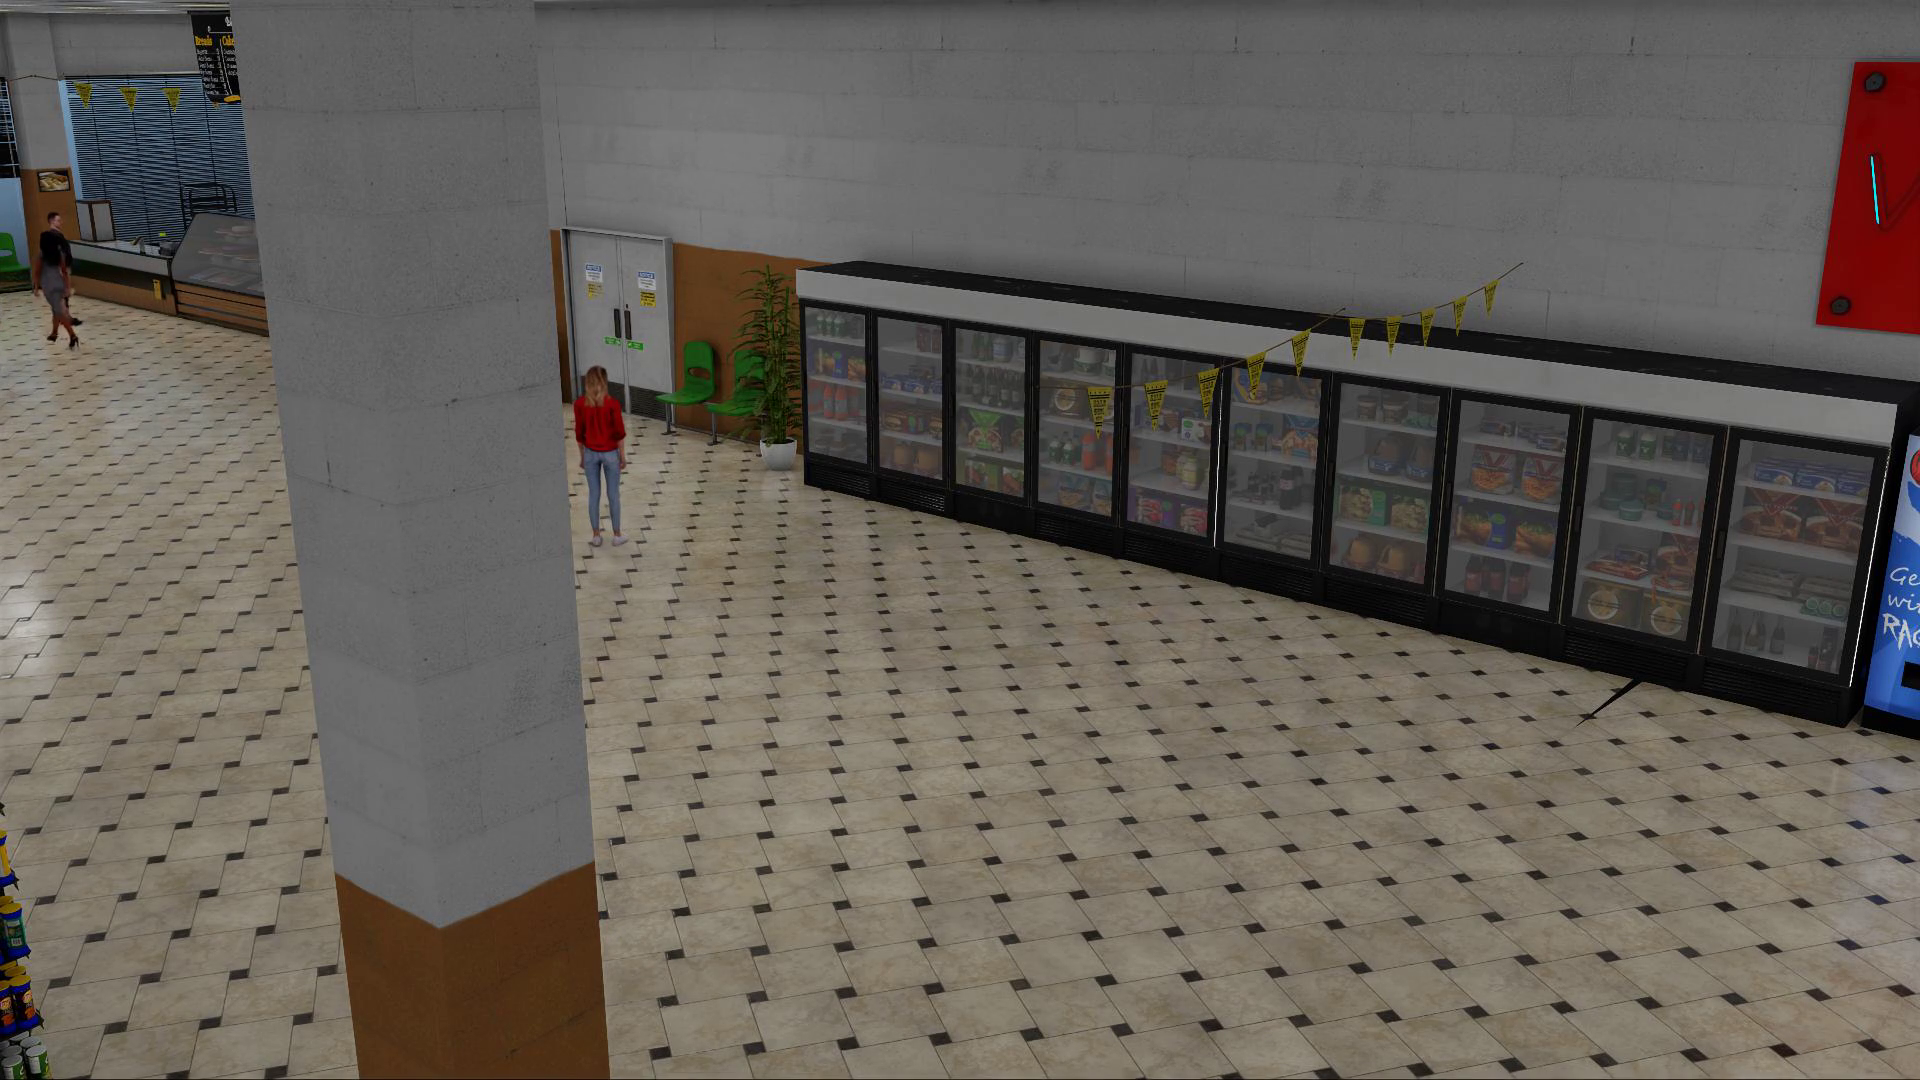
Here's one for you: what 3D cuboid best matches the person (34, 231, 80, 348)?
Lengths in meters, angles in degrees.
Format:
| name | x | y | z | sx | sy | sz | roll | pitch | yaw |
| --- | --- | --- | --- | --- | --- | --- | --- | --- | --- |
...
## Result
| name | x | y | z | sx | sy | sz | roll | pitch | yaw |
| --- | --- | --- | --- | --- | --- | --- | --- | --- | --- |
| person | -13.694 | -3.749 | 25.235 | 0.800 | 1.727 | 1.104 | 9 | 19 | 27 |

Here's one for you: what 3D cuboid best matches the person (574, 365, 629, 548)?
| name | x | y | z | sx | sy | sz | roll | pitch | yaw |
| --- | --- | --- | --- | --- | --- | --- | --- | --- | --- |
| person | -3.348 | -0.784 | 15.514 | 0.686 | 1.703 | 0.719 | 0 | 17 | 1 |

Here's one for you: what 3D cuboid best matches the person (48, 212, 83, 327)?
| name | x | y | z | sx | sy | sz | roll | pitch | yaw |
| --- | --- | --- | --- | --- | --- | --- | --- | --- | --- |
| person | -14.864 | -4.482 | 27.456 | 0.699 | 1.840 | 0.751 | -11 | 20 | -31 |
